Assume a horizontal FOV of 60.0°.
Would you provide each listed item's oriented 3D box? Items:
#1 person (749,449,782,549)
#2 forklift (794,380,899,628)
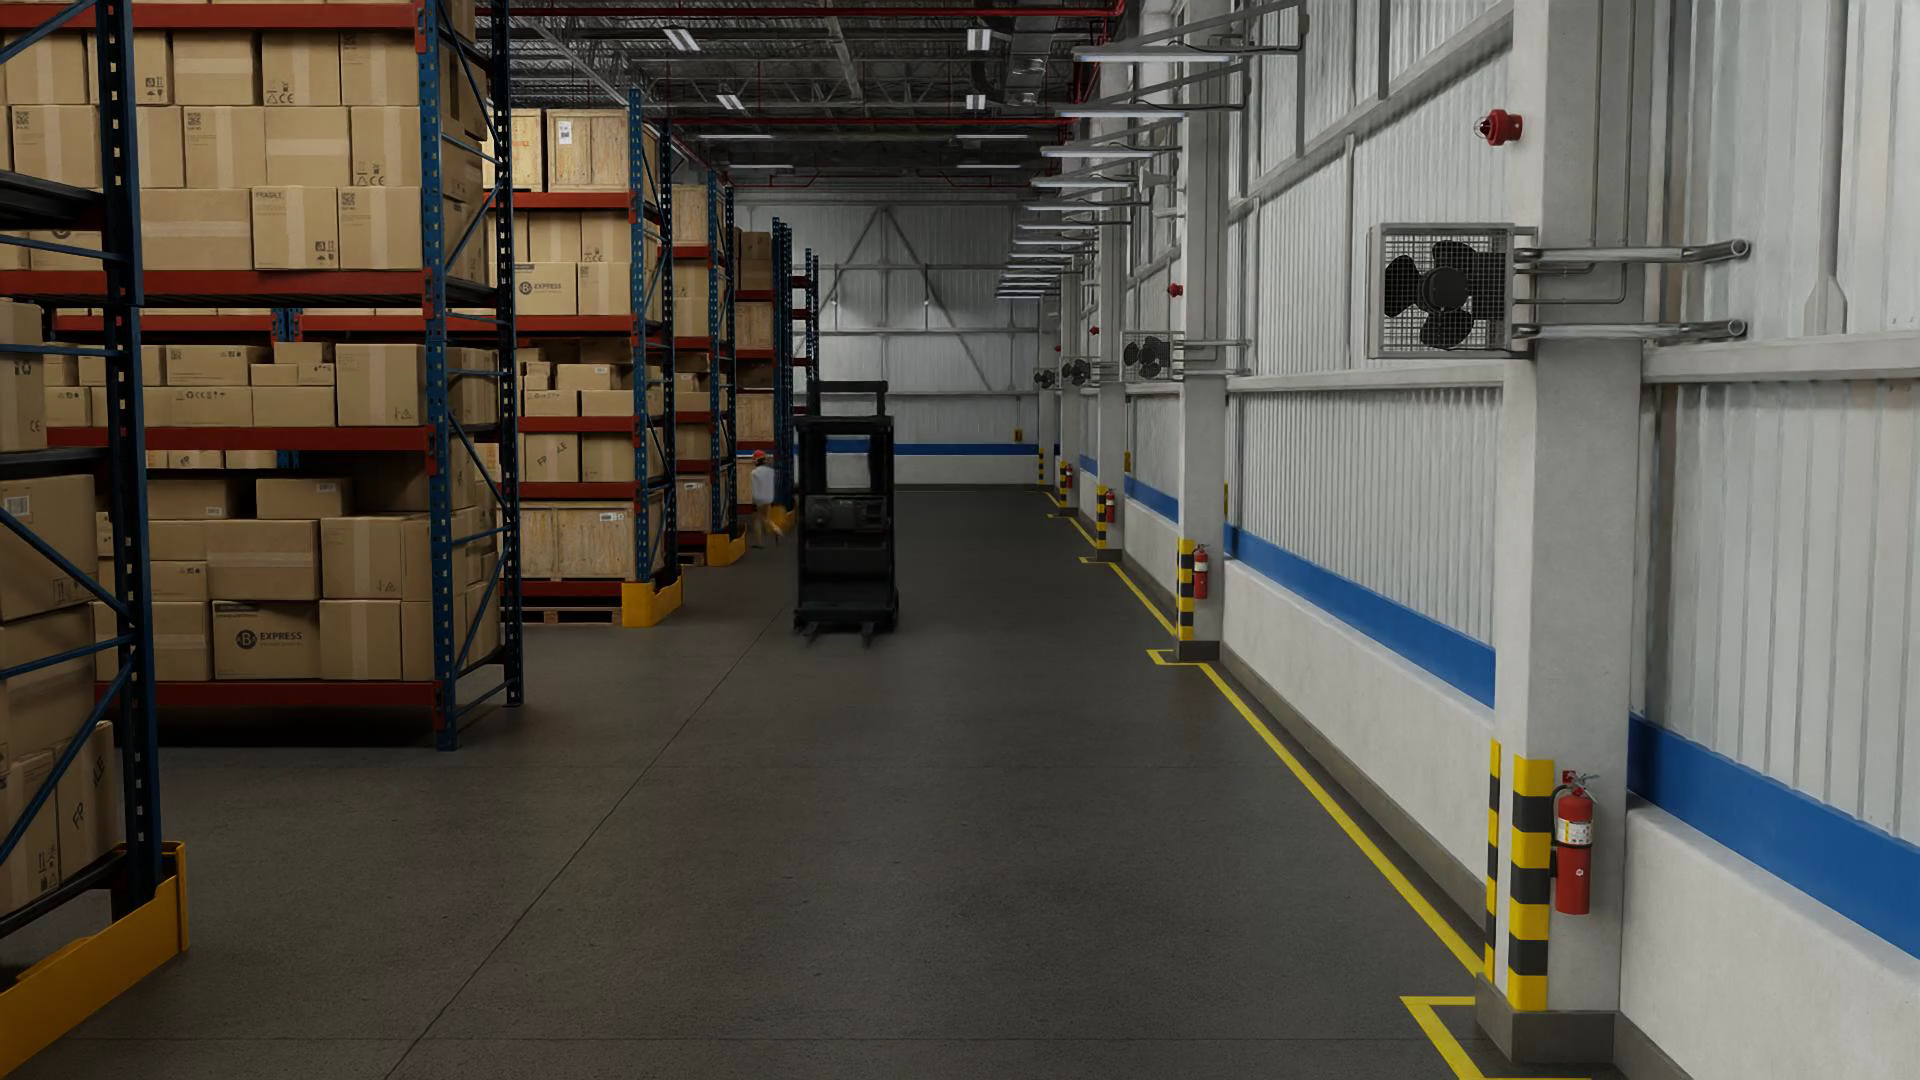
[{"bbox_3d":[-3.368,-0.696,28.543,0.523,1.734,0.572,4,6,39],"label":"person"},{"bbox_3d":[-1.296,-0.468,19.368,1.129,2.768,1.873,0,5,0],"label":"forklift"}]
